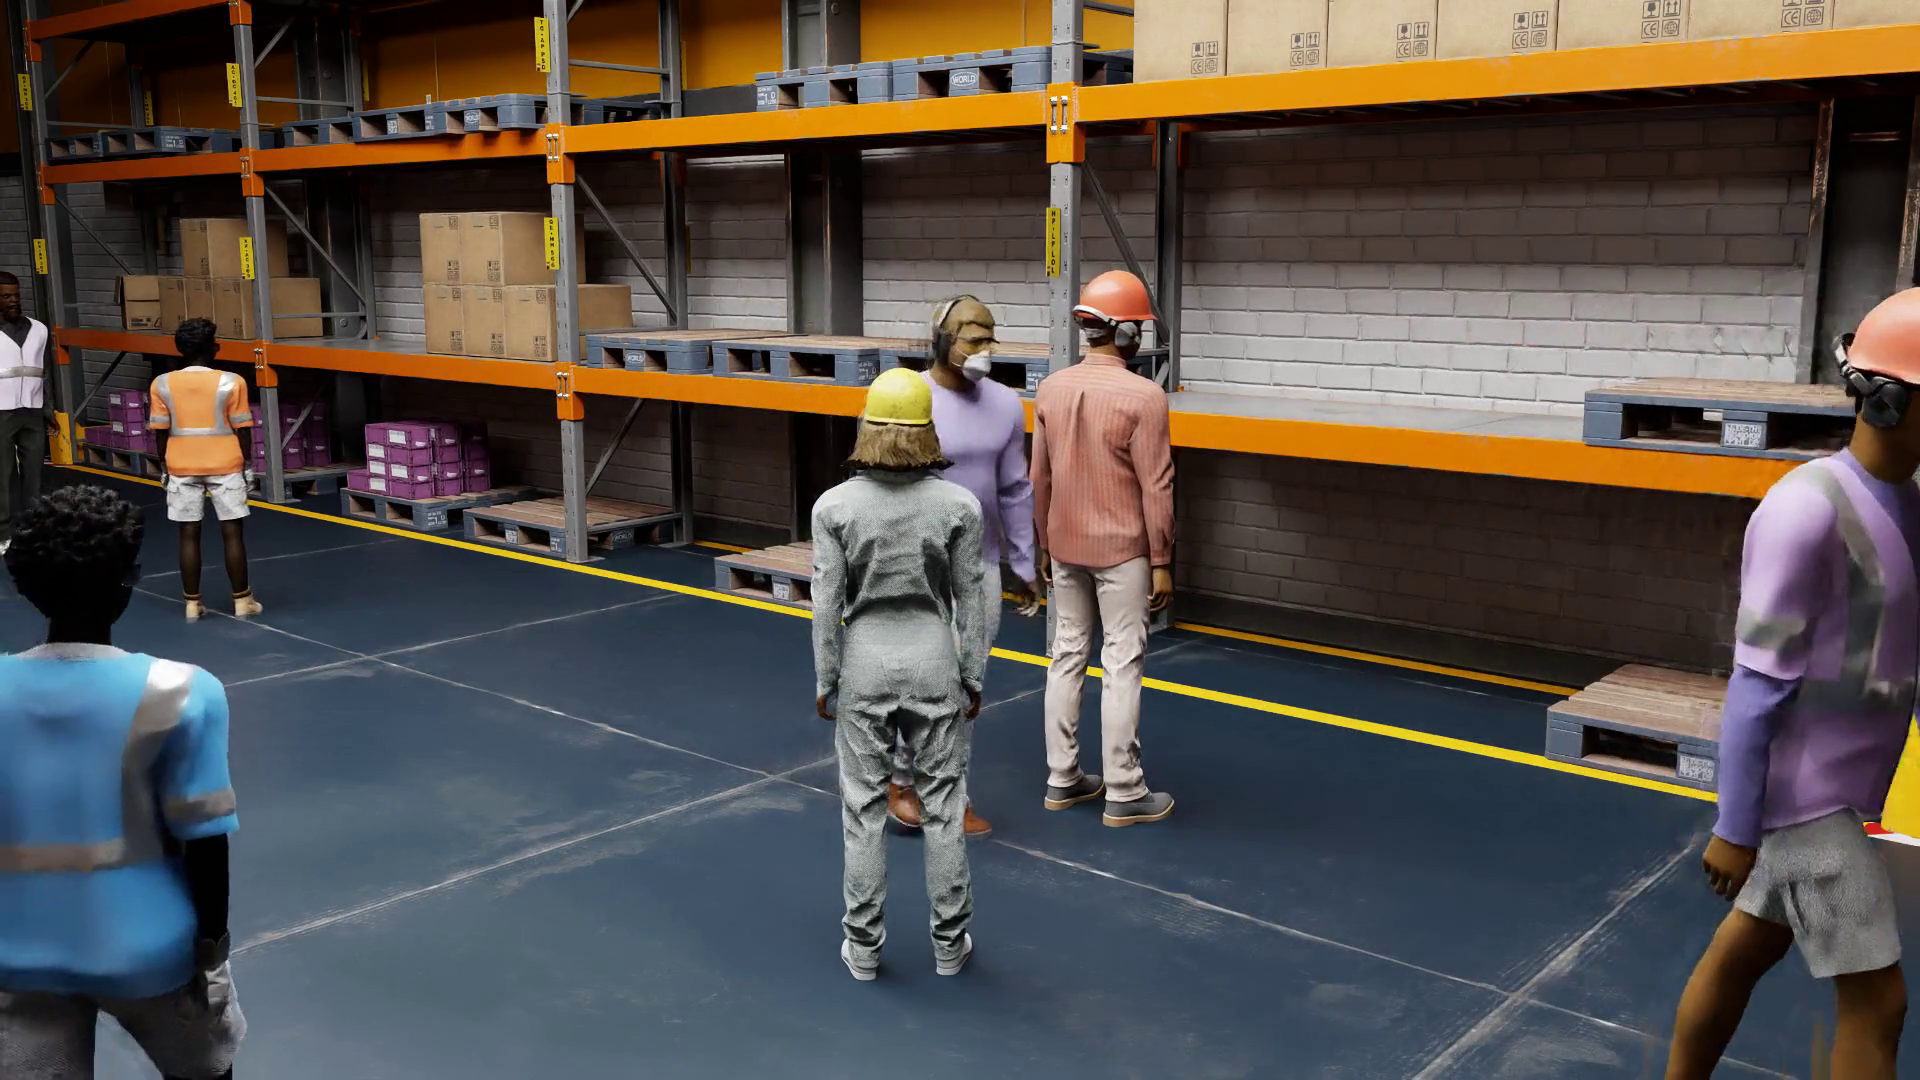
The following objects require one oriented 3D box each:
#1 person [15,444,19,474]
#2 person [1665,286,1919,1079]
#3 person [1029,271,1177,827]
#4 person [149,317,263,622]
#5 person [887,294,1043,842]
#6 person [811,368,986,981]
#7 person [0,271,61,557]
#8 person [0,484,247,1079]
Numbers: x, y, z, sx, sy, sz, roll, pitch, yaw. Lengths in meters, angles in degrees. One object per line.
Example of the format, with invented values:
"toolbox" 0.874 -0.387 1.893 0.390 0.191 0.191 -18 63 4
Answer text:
"person" -8.659 -1.380 15.101 0.286 1.632 0.501 9 14 43
"person" 1.828 0.508 3.305 0.641 1.992 0.939 -10 14 -44
"person" 0.533 0.031 6.033 0.395 1.992 0.622 -10 14 -44
"person" -4.191 -0.386 9.247 0.537 1.699 0.321 -1 10 -8
"person" -0.031 0.117 5.763 0.637 1.918 0.417 -9 13 -40
"person" -0.173 0.385 4.735 0.493 1.743 0.313 -1 10 -5
"person" -6.425 -0.853 11.288 0.377 1.917 0.600 5 11 25
"person" -1.566 0.720 3.079 0.548 1.652 0.854 -1 10 -8
